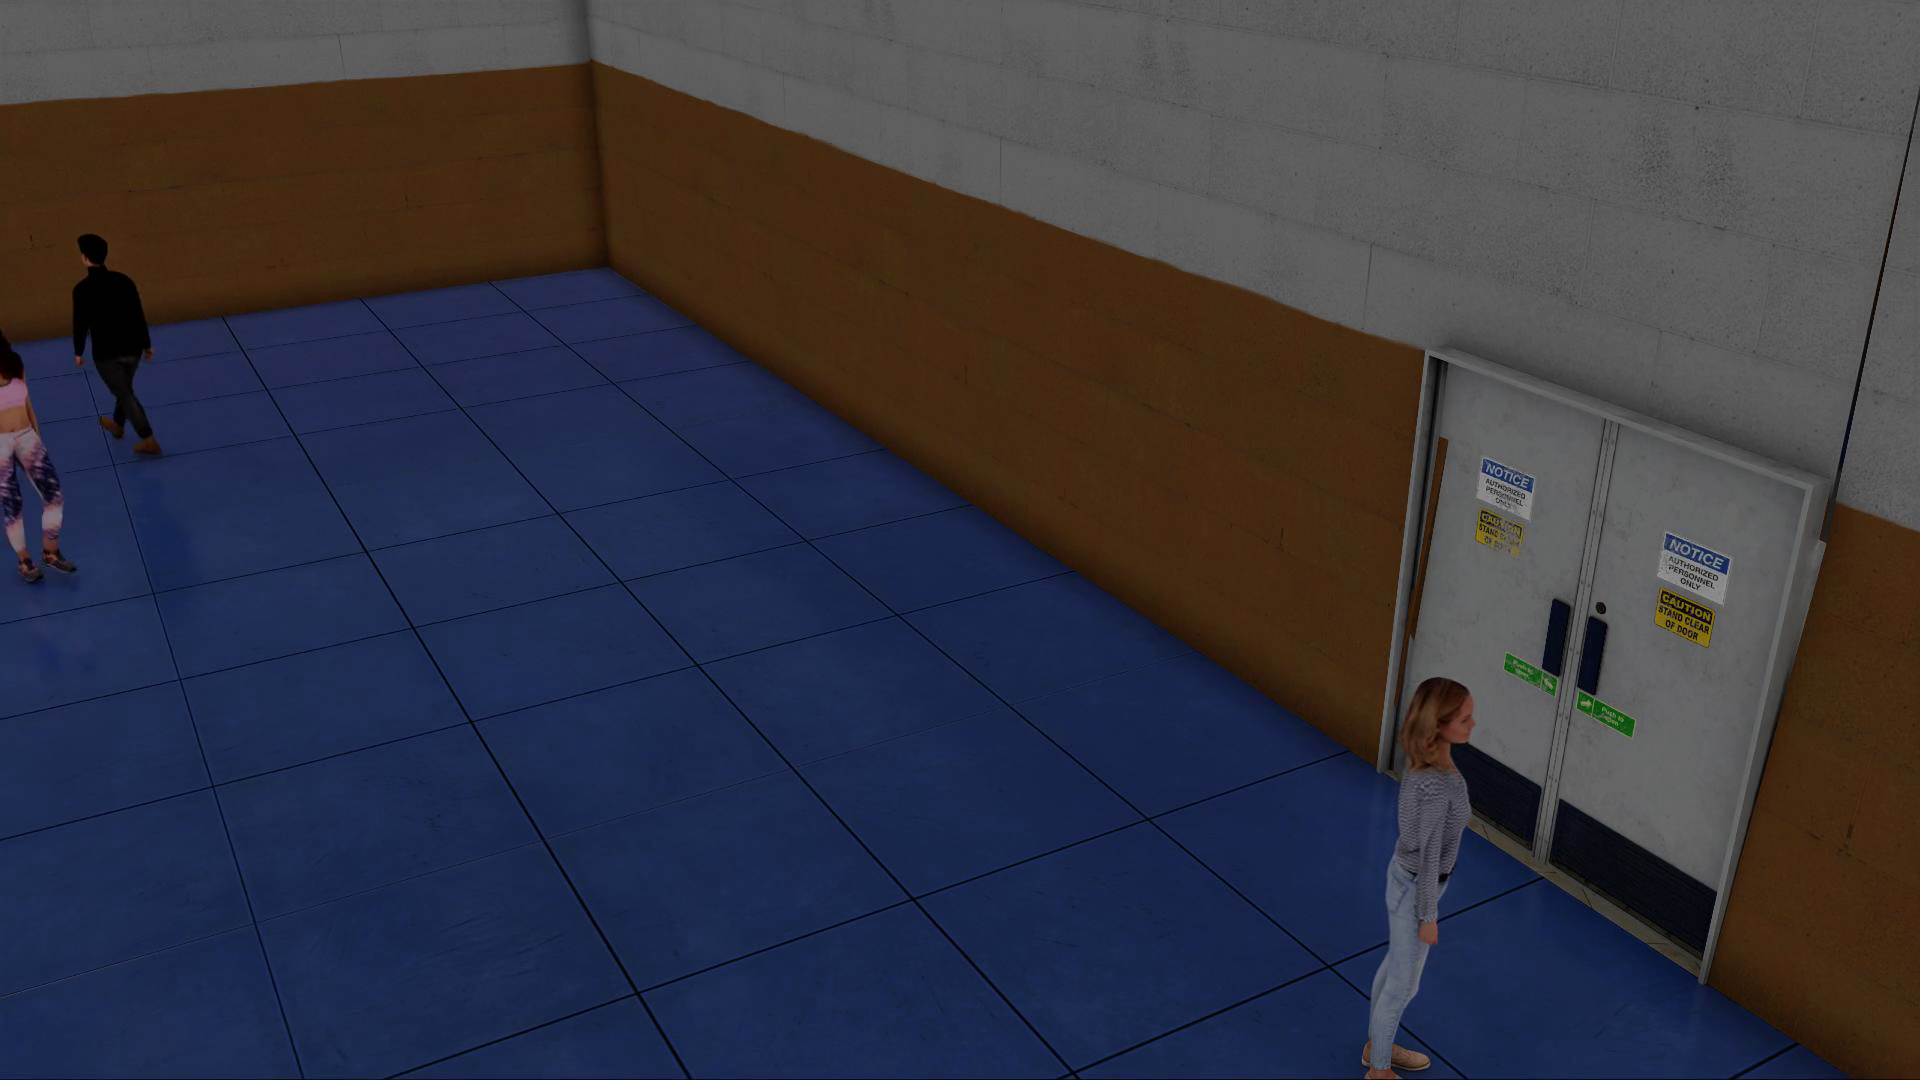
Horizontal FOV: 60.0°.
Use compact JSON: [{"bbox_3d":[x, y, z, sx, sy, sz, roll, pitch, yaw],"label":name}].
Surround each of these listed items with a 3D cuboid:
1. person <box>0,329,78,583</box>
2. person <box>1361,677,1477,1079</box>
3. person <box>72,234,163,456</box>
[{"bbox_3d":[-6.099,-0.579,10.614,0.768,1.755,0.699,16,28,33],"label":"person"},{"bbox_3d":[1.715,1.365,6.261,0.702,1.683,0.648,5,24,12],"label":"person"},{"bbox_3d":[-6.403,-1.451,12.689,1.055,1.688,1.108,13,27,27],"label":"person"}]
